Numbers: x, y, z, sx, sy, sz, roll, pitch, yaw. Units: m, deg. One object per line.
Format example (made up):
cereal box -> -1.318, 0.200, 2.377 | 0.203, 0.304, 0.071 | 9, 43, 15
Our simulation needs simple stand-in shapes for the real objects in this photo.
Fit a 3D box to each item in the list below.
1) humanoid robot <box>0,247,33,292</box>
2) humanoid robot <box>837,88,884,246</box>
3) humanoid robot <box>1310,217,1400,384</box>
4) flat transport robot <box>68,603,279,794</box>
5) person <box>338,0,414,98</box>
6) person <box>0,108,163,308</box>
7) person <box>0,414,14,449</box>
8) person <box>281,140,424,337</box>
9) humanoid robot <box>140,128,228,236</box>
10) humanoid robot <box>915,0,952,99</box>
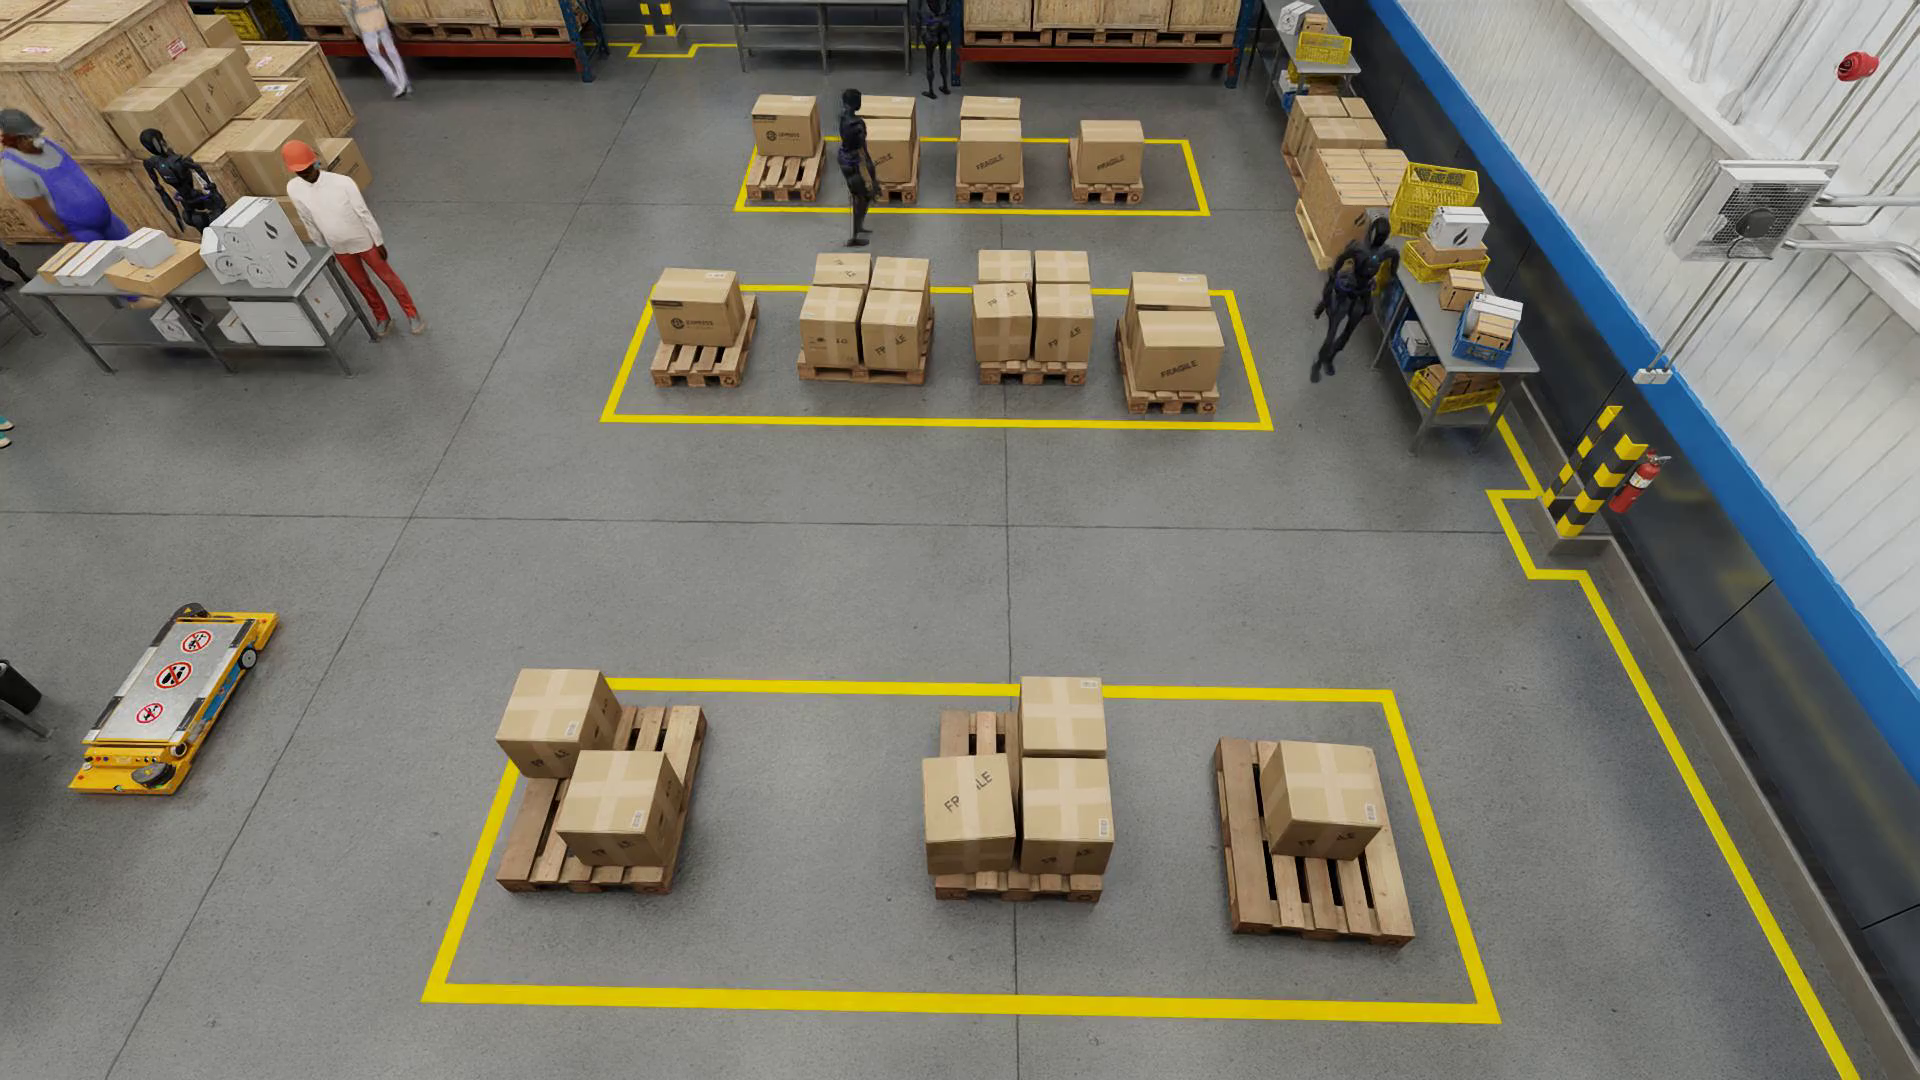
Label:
humanoid robot -> -10.033, -3.204, 9.146 | 0.601, 1.657, 0.313 | -5, 50, -4
humanoid robot -> -1.087, -3.950, 9.783 | 0.432, 1.643, 0.666 | -16, 52, -13
humanoid robot -> 3.556, -2.128, 8.252 | 0.577, 1.642, 0.521 | 0, 50, 0
flat transport robot -> -5.504, 1.072, 6.442 | 0.652, 0.197, 1.431 | 1, 50, 1
person -> -7.755, -6.825, 12.063 | 0.378, 1.920, 0.592 | 30, 56, 23
person -> -8.578, -3.186, 8.903 | 0.604, 2.000, 0.704 | 4, 50, 3
person -> -8.720, -1.448, 7.610 | 0.329, 1.767, 0.525 | -19, 52, -16
person -> -5.723, -2.775, 8.592 | 0.611, 1.988, 0.400 | -7, 50, -6
humanoid robot -> -7.644, -3.316, 9.241 | 0.608, 1.657, 0.314 | -4, 50, -4
humanoid robot -> -0.338, -6.785, 12.179 | 0.577, 1.652, 0.330 | -32, 57, -24
